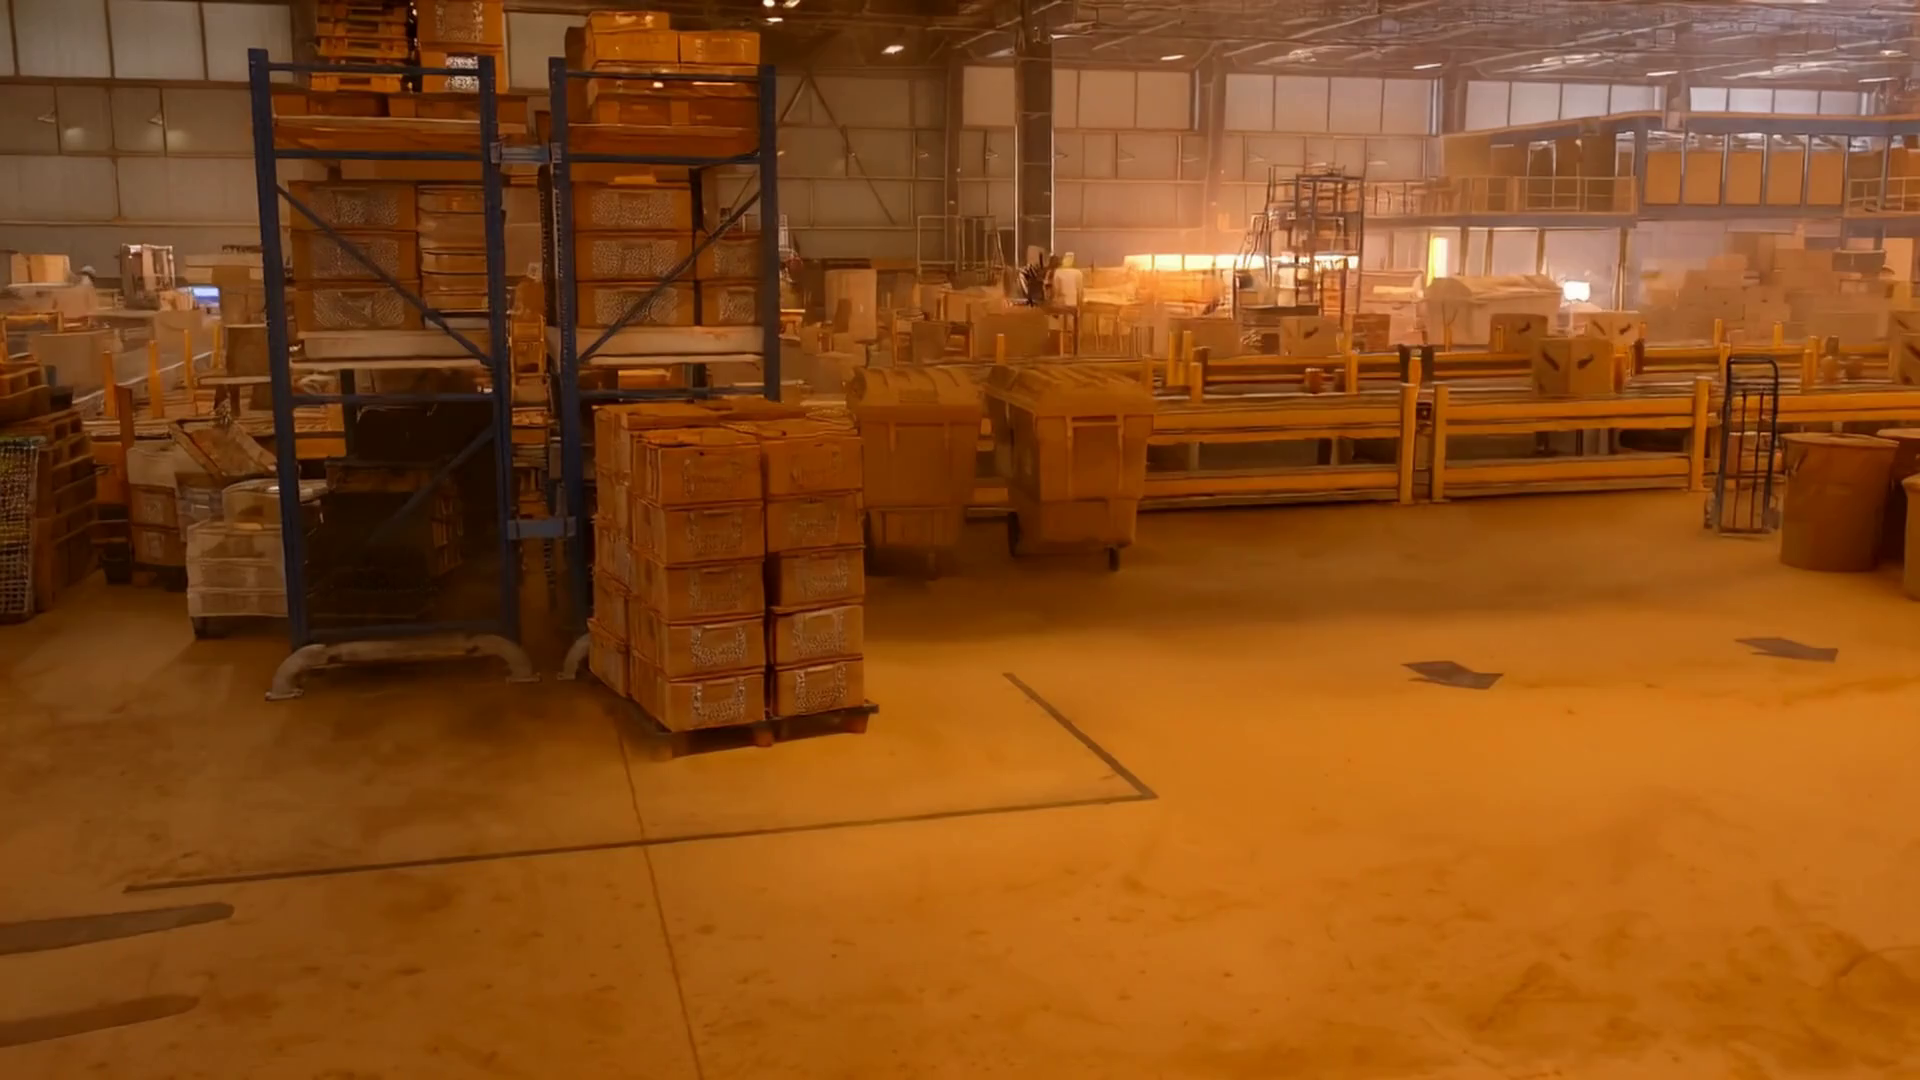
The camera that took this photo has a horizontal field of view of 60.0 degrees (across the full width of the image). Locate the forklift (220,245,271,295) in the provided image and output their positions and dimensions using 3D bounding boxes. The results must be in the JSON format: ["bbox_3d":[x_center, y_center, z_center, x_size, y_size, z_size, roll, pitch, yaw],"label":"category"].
[{"bbox_3d":[-17.749,-6.334,41.440,1.157,1.987,2.680,-3,10,-17],"label":"forklift"}]

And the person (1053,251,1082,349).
[{"bbox_3d":[2.187,-4.851,33.837,0.616,2.028,0.465,-2,10,-10],"label":"person"}]

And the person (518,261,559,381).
[{"bbox_3d":[-6.675,-3.459,26.316,0.638,1.902,0.407,1,10,5],"label":"person"}]

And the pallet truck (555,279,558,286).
[{"bbox_3d":[-10.604,-6.375,44.520,0.653,1.274,1.630,-3,10,-15],"label":"pallet truck"}]

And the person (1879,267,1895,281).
[{"bbox_3d":[15.329,-3.633,27.616,0.695,1.786,0.610,-1,10,-7],"label":"person"}]

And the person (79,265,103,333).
[{"bbox_3d":[-17.329,-4.607,33.268,0.525,1.741,0.735,10,14,43],"label":"person"}]

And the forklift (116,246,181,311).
[{"bbox_3d":[-19.966,-6.232,40.894,1.157,1.987,2.680,-3,10,-15],"label":"forklift"}]

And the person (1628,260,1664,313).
[{"bbox_3d":[11.235,-3.657,27.439,0.909,1.900,0.555,-4,11,-20],"label":"person"}]
